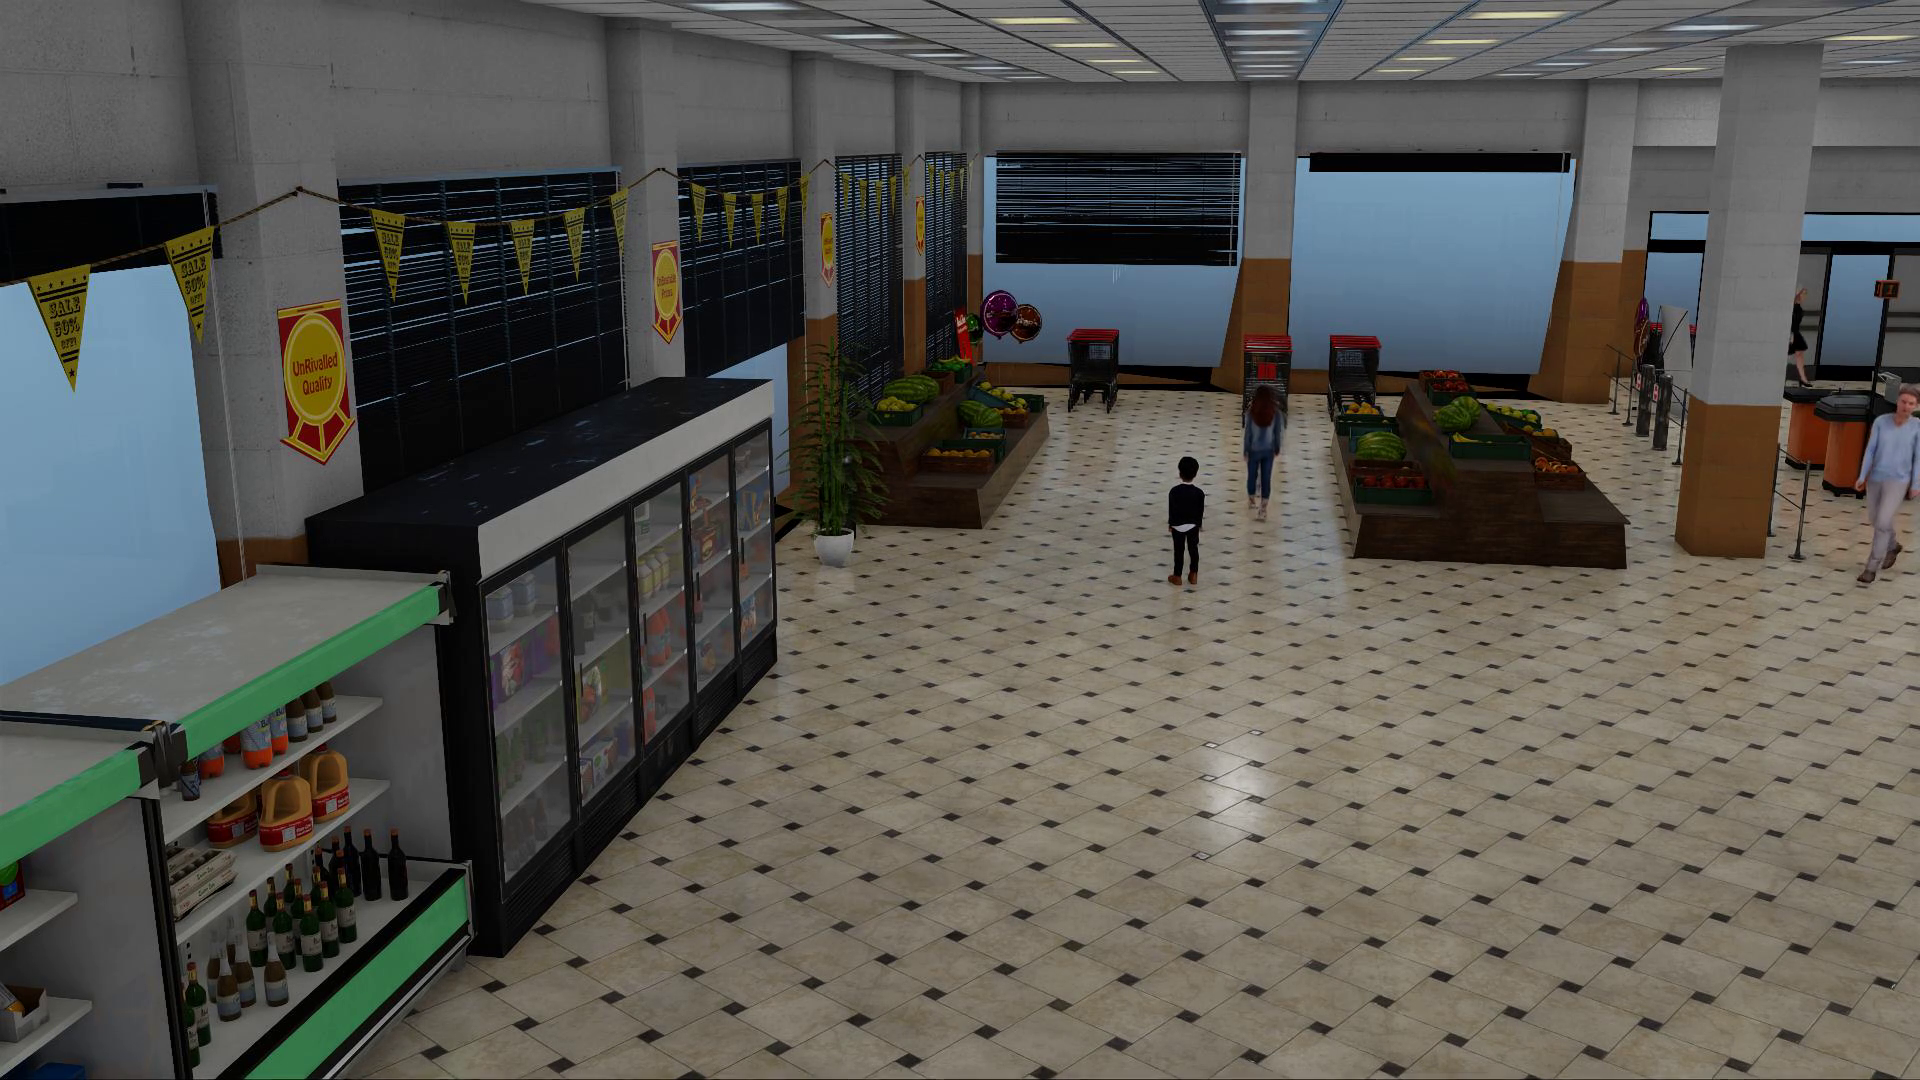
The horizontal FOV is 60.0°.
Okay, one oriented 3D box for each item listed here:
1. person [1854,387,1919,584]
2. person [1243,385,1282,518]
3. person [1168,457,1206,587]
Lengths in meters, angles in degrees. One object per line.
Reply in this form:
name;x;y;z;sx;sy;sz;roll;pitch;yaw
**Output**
person;8.860;-0.530;15.815;1.303;1.847;1.193;-10;17;-36
person;3.350;-0.944;18.393;0.641;1.437;1.015;1;14;3
person;2.134;-0.185;15.710;0.570;1.227;0.586;-3;14;-11
